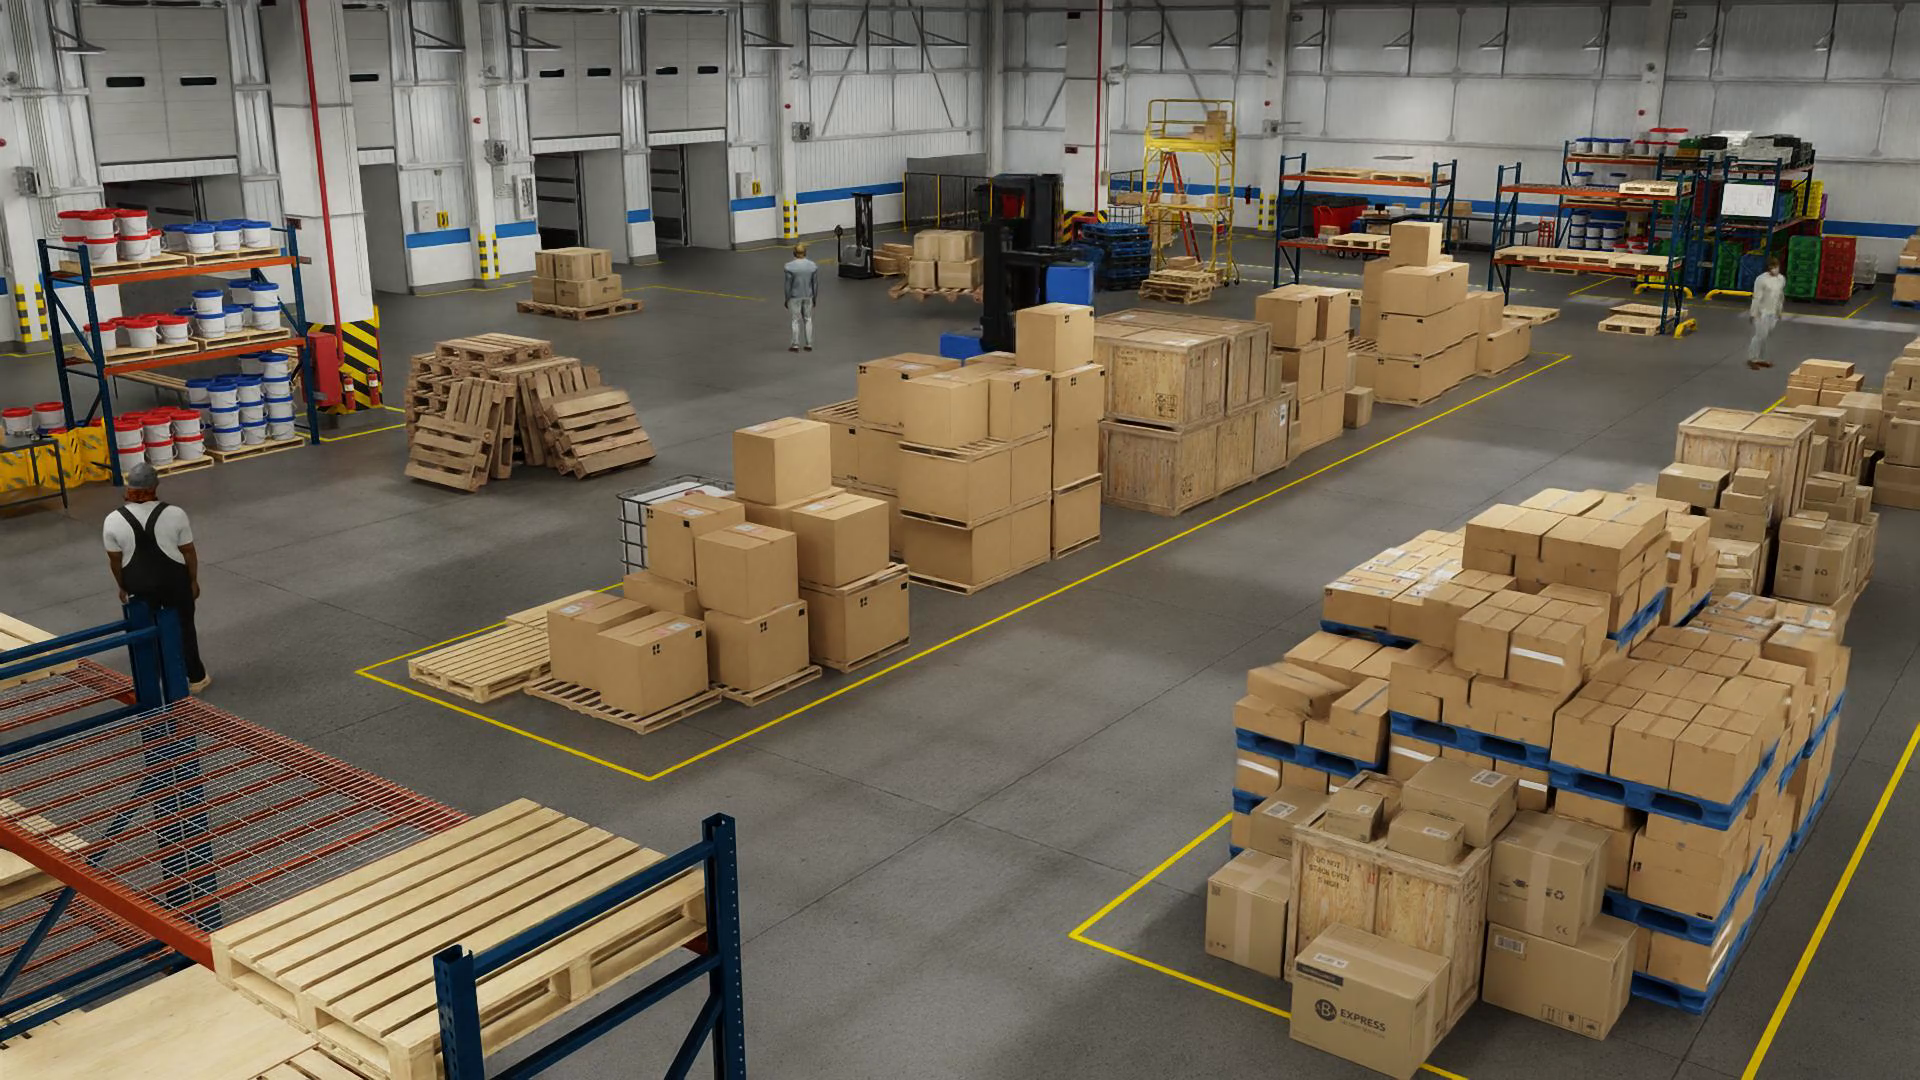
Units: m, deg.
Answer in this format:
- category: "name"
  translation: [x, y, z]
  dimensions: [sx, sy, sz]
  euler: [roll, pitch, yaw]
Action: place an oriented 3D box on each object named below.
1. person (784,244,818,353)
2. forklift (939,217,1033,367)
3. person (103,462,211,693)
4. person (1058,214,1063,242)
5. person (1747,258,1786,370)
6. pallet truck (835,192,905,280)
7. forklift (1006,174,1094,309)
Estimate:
- category: "person"
  translation: [-2.837, -4.310, 29.677]
  dimensions: [0.636, 1.928, 0.384]
  euler: [-9, 19, -27]
- category: "forklift"
  translation: [0.690, -3.440, 25.166]
  dimensions: [1.873, 2.768, 1.129]
  euler: [12, 21, 35]
- category: "person"
  translation: [-6.807, 0.327, 14.121]
  dimensions: [0.674, 2.000, 0.535]
  euler: [-5, 17, -15]
- category: "person"
  translation: [2.554, -7.350, 40.183]
  dimensions: [0.760, 1.661, 0.540]
  euler: [-14, 21, -38]
- category: "person"
  translation: [13.579, -3.813, 28.051]
  dimensions: [0.742, 1.913, 0.419]
  euler: [-8, 19, -25]
- category: "pallet truck"
  translation: [-1.936, -7.159, 38.982]
  dimensions: [1.885, 1.965, 0.823]
  euler: [-12, 21, -34]
- category: "forklift"
  translation: [1.720, -5.872, 33.217]
  dimensions: [1.873, 2.768, 1.129]
  euler: [3, 17, 10]
